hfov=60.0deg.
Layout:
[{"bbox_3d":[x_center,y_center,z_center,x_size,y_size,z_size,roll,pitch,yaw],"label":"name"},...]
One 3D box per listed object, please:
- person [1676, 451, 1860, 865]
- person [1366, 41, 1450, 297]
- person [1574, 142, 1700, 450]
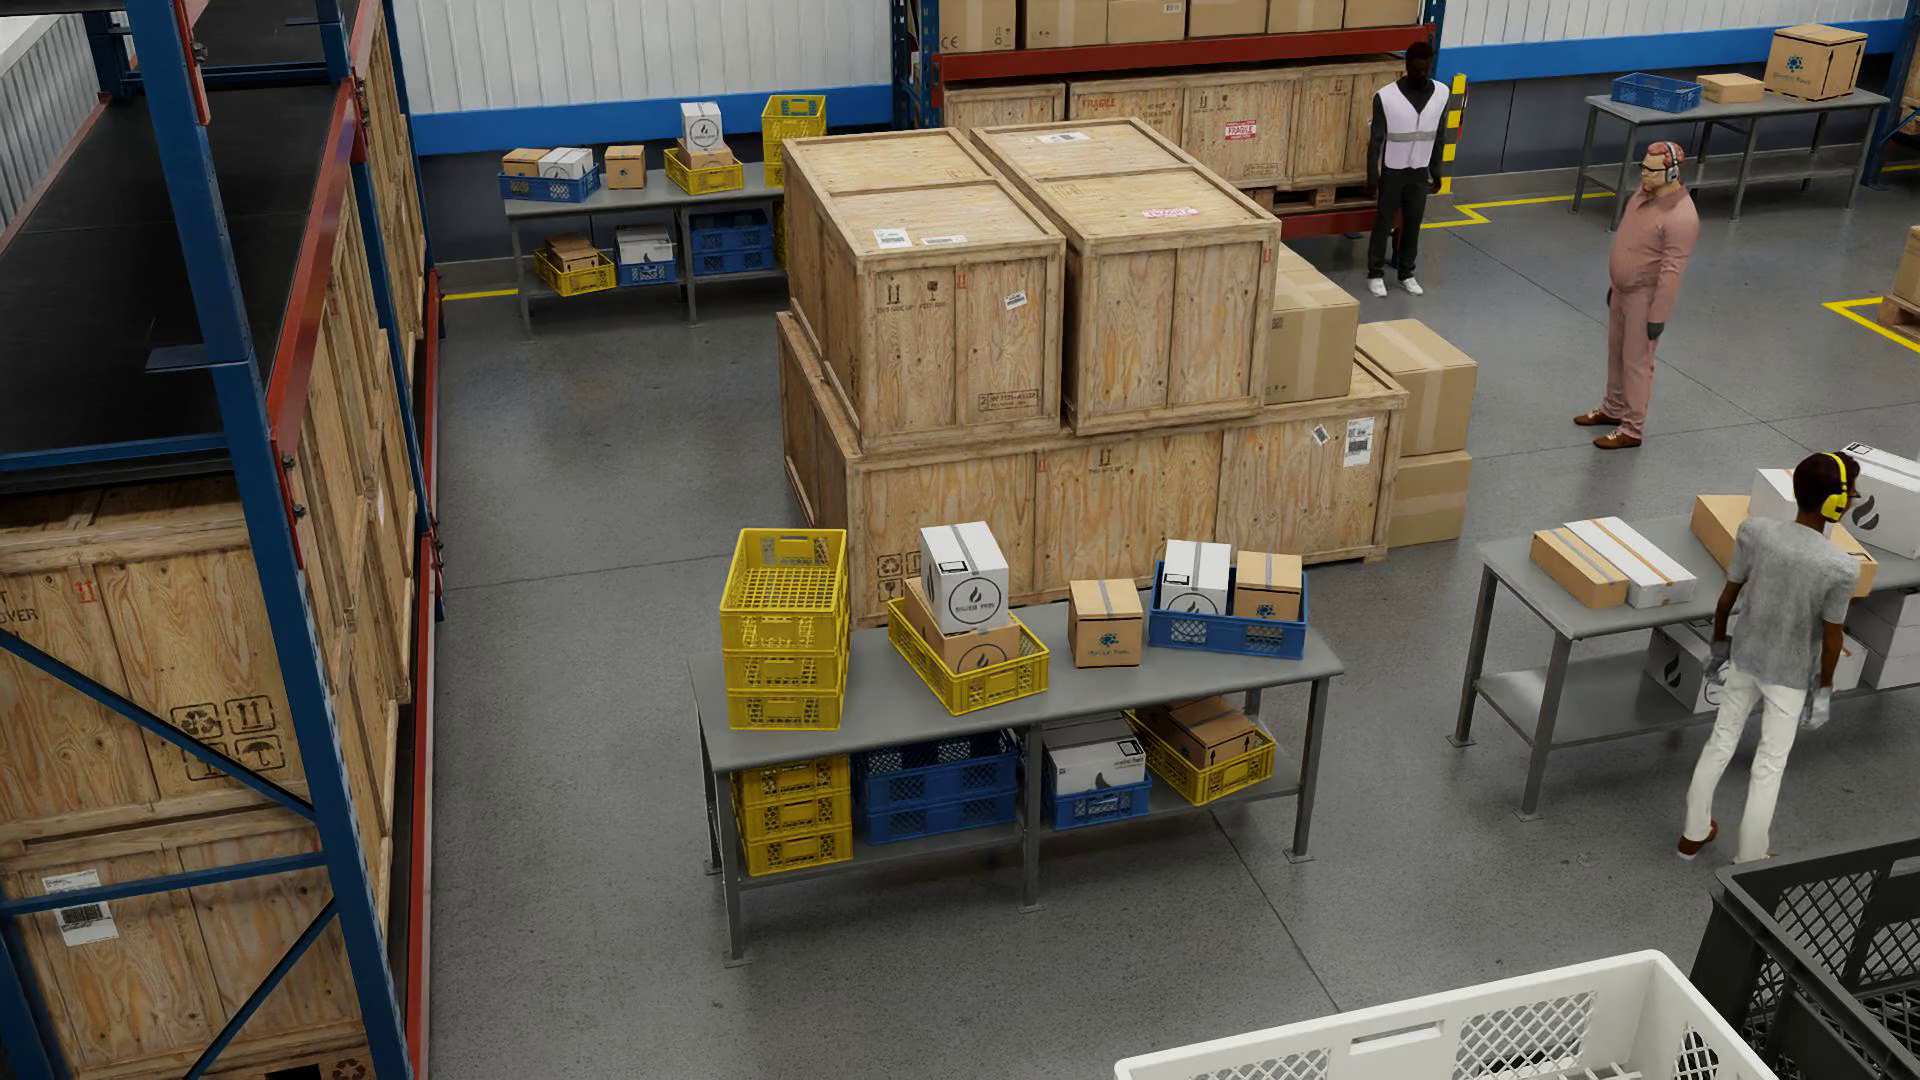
[{"bbox_3d":[3.178,0.512,6.521,0.331,1.865,0.519,-19,34,-30],"label":"person"},{"bbox_3d":[3.309,-2.769,12.433,0.600,1.907,0.399,-7,30,-12],"label":"person"},{"bbox_3d":[4.118,-1.480,10.108,0.401,1.900,0.648,-1,29,-2],"label":"person"}]
